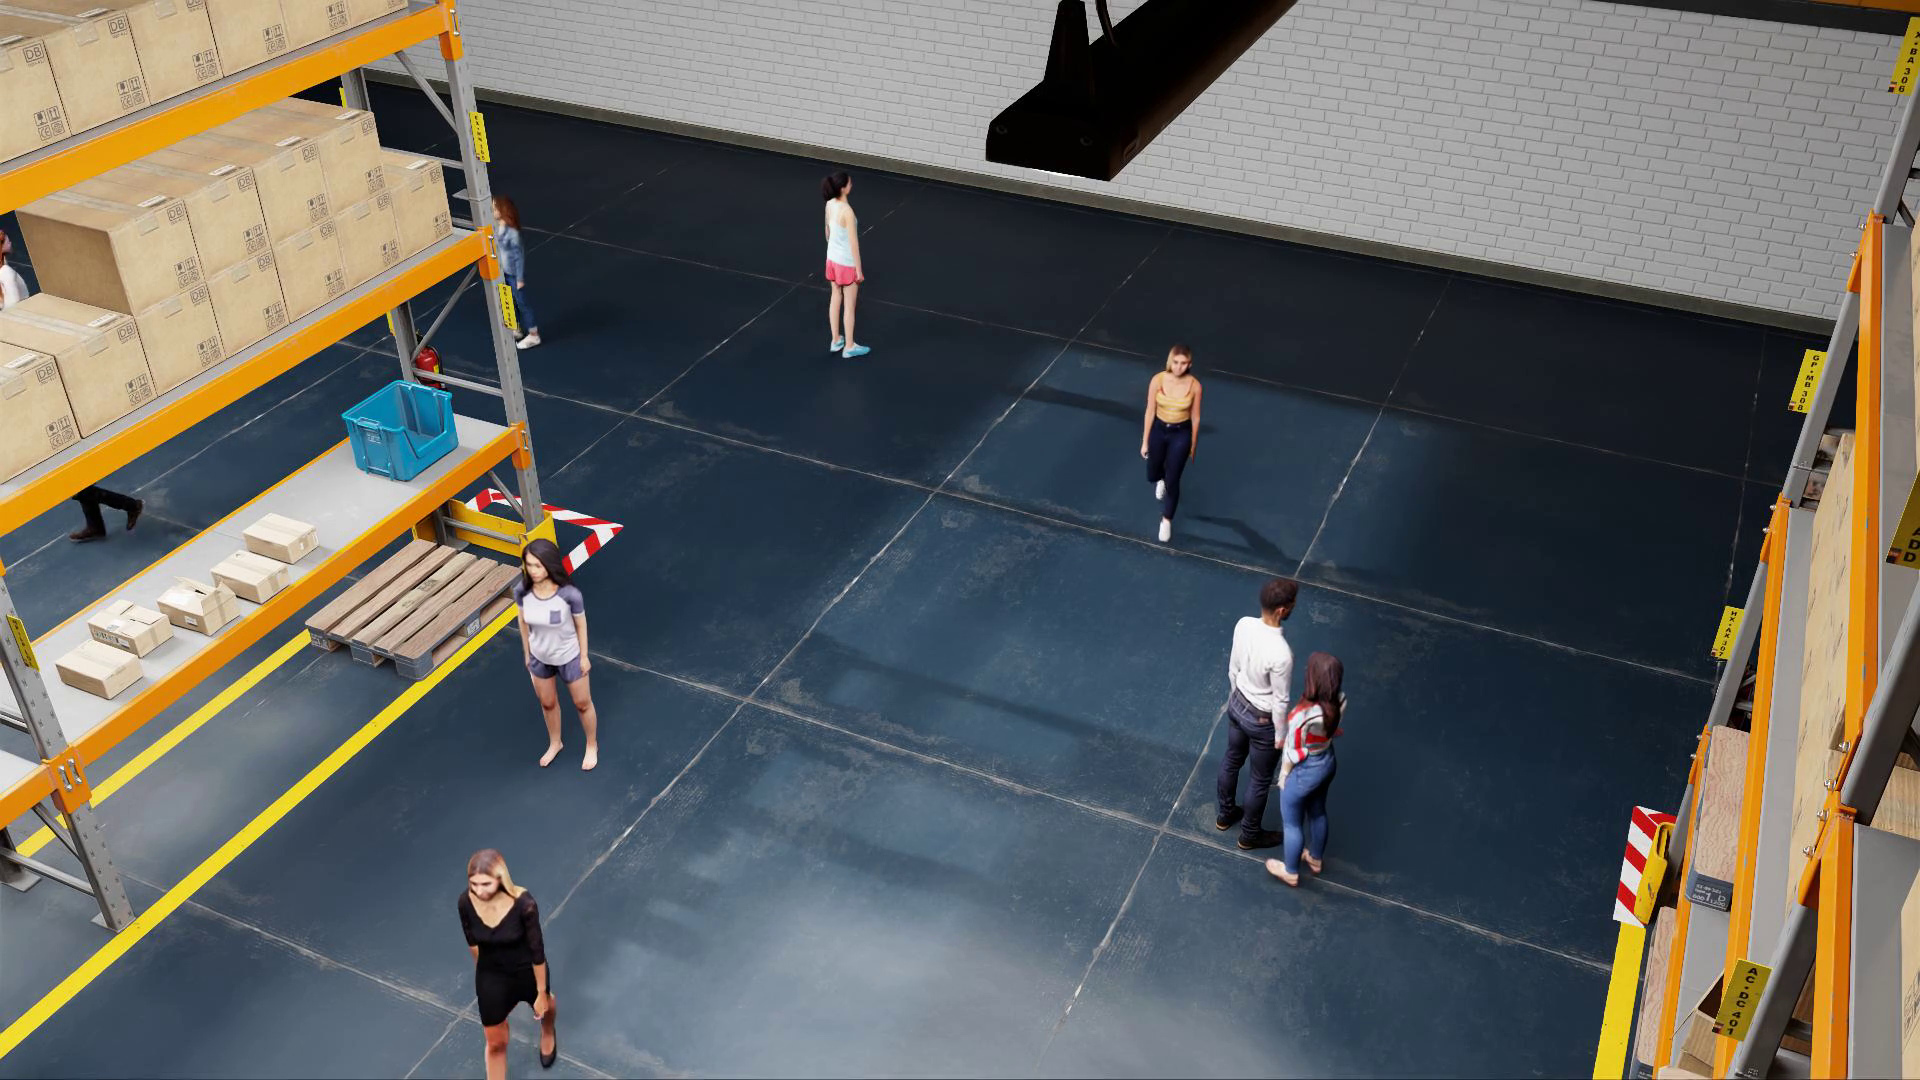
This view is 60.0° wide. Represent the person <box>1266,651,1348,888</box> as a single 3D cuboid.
[{"bbox_3d":[2.029,1.317,9.592,0.579,1.612,0.713,-26,41,-33],"label":"person"}]

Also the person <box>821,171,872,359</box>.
[{"bbox_3d":[-1.068,-2.536,15.251,0.689,1.765,0.680,-24,41,-32],"label":"person"}]

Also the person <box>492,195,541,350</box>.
[{"bbox_3d":[-4.148,-2.502,15.461,0.674,1.475,0.664,-29,43,-36],"label":"person"}]

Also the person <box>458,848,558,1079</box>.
[{"bbox_3d":[-2.207,2.126,8.350,0.846,1.640,1.085,0,34,-1],"label":"person"}]

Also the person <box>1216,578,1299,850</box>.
[{"bbox_3d":[1.746,1.015,9.810,0.757,1.873,0.717,-17,37,-23],"label":"person"}]

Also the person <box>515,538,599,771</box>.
[{"bbox_3d":[-2.518,0.712,10.418,0.642,1.705,0.598,5,34,8],"label":"person"}]

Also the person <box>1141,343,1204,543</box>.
[{"bbox_3d":[1.622,-0.807,12.787,0.669,1.613,0.901,8,34,12],"label":"person"}]
